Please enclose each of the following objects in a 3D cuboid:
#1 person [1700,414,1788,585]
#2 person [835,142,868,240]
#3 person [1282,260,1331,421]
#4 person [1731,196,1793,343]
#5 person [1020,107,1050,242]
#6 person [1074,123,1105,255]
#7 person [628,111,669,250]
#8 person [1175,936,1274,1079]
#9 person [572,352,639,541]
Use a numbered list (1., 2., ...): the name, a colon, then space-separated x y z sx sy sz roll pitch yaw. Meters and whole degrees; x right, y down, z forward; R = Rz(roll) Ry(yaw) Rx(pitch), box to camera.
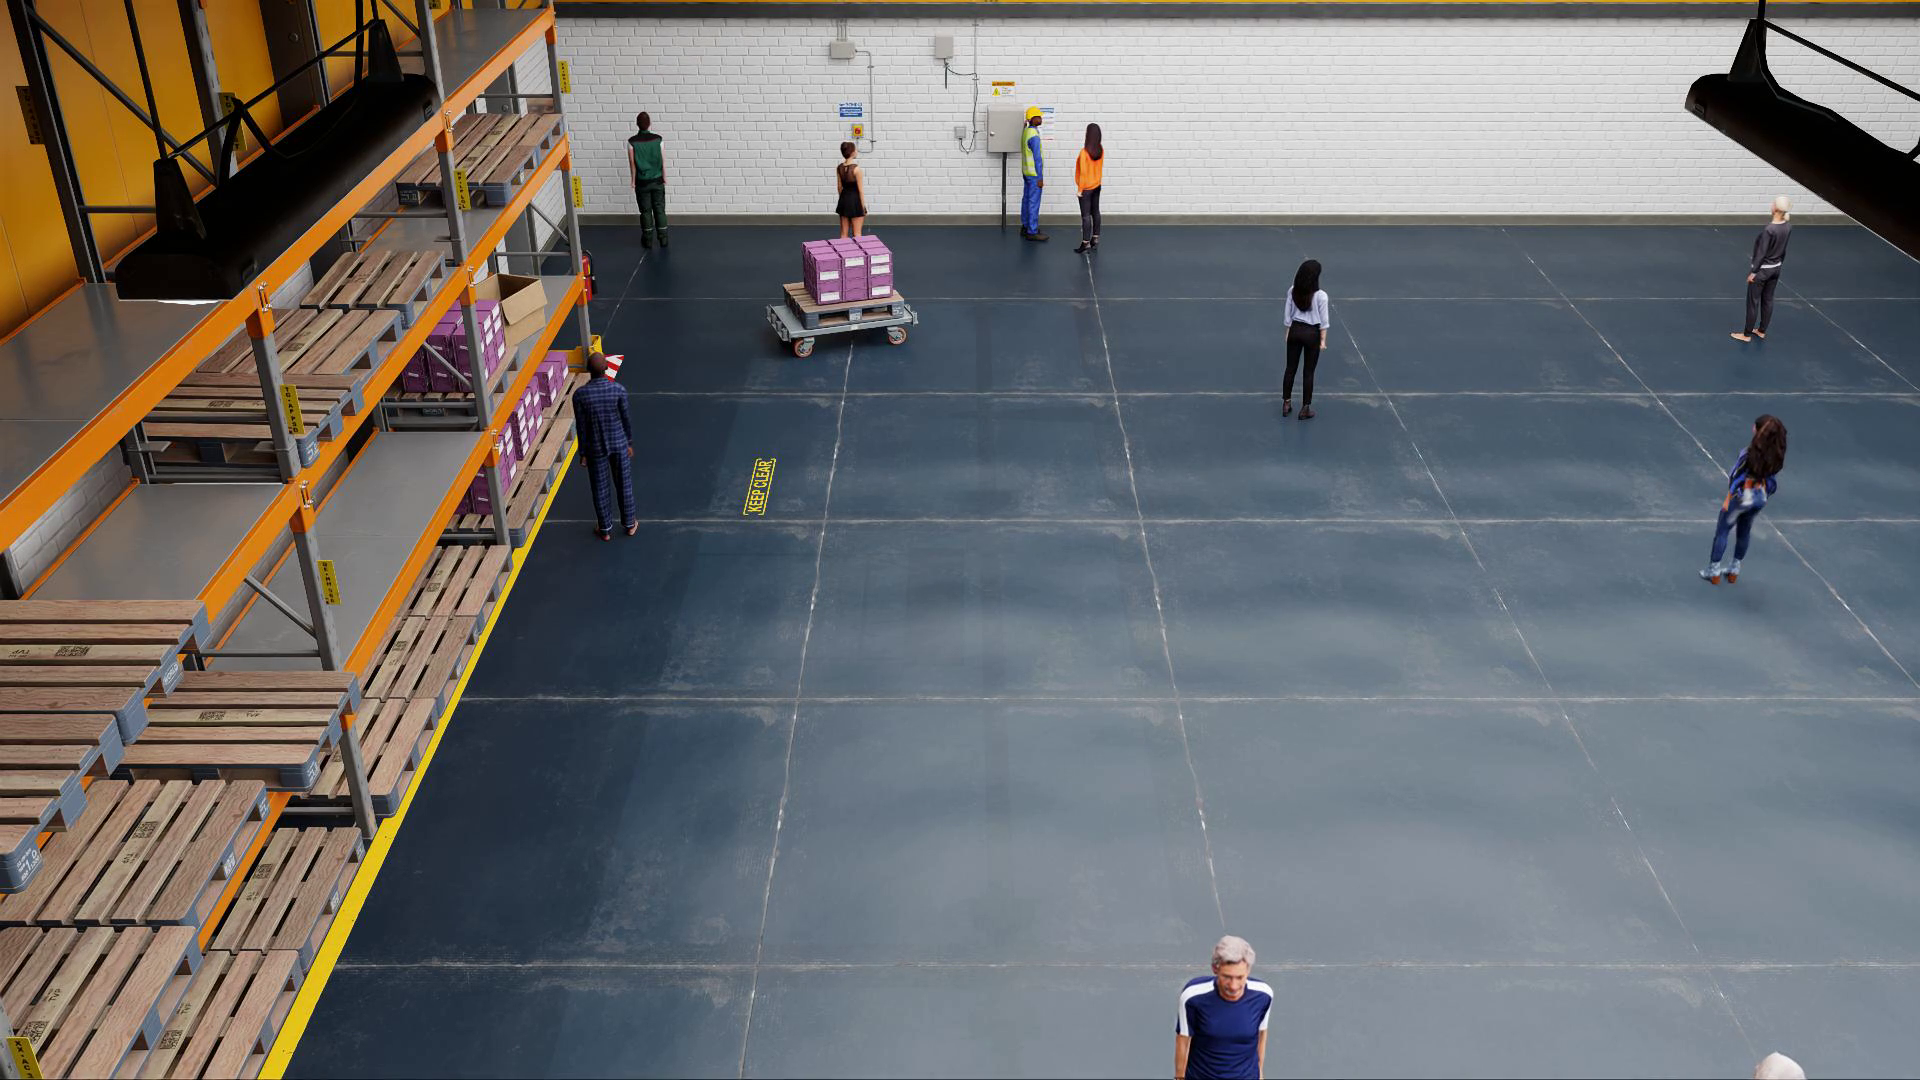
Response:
1. person: 6.816 -0.333 14.355 0.701 1.621 0.664 -7 29 -13
2. person: -1.429 -4.377 21.715 0.682 1.672 0.726 20 34 32
3. person: 3.615 -2.114 17.491 0.732 1.744 0.749 18 33 30
4. person: 9.443 -3.185 19.473 0.687 1.726 0.670 -13 31 -23
5. person: 0.997 -5.027 22.761 0.780 1.813 0.615 -7 29 -13
6. person: 1.744 -4.717 22.260 0.767 1.749 0.688 21 35 34
7. person: -4.195 -4.862 22.427 0.714 1.843 0.703 -9 30 -17
8. person: 1.325 2.733 8.509 0.646 1.838 0.562 -3 29 -5
9. person: -3.213 -0.863 15.120 0.744 1.819 0.727 -11 30 -19
